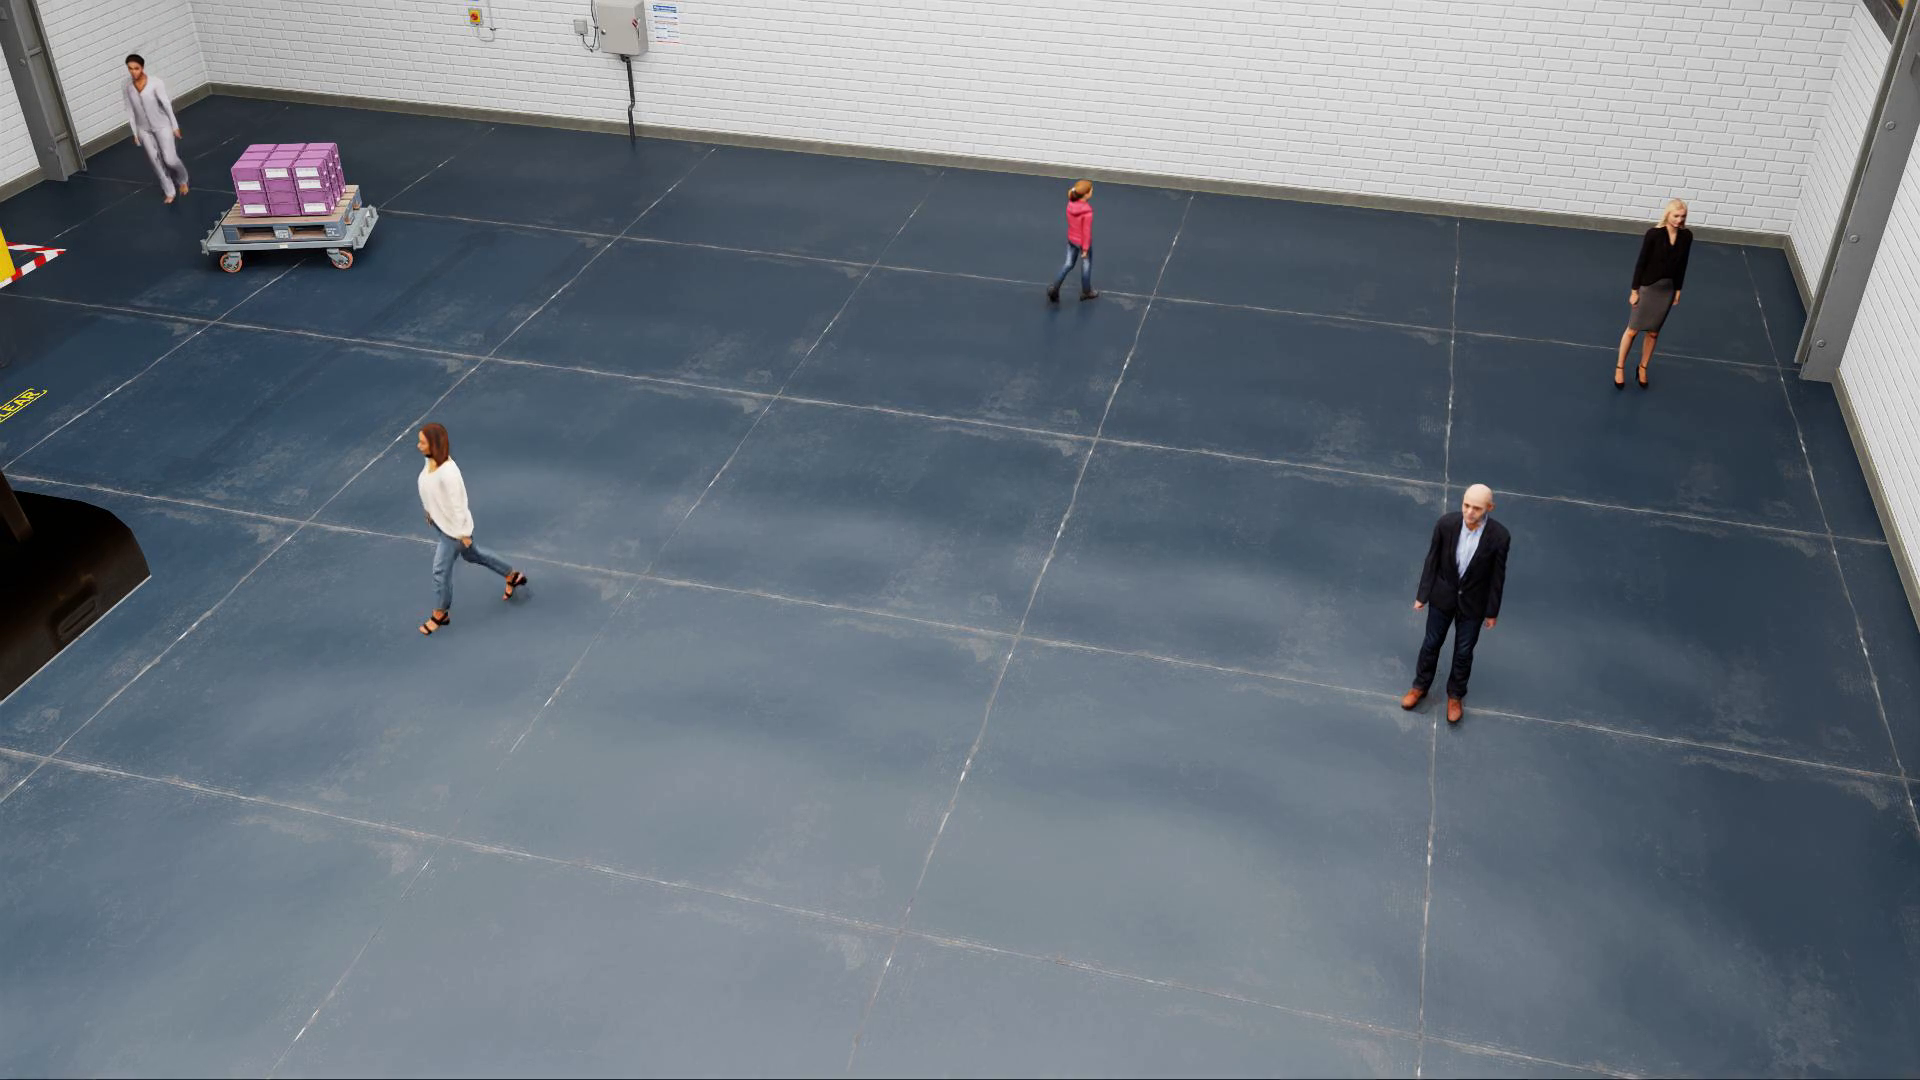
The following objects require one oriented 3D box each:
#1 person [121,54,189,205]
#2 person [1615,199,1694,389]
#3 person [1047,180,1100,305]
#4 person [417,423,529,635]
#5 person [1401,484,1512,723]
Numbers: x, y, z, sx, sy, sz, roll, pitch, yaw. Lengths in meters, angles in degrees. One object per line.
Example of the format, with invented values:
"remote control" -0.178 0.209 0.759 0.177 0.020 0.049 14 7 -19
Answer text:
"person" -9.107 -4.695 18.832 0.765 1.711 0.826 -3 34 -5
"person" 6.242 -2.206 14.972 0.671 1.840 0.643 -1 34 -2
"person" 1.129 -2.949 16.575 0.918 1.301 0.802 -23 40 -31
"person" -3.586 -0.136 12.028 1.136 1.650 1.074 -18 38 -25
"person" 3.333 0.394 11.097 0.739 1.798 0.643 16 37 22
